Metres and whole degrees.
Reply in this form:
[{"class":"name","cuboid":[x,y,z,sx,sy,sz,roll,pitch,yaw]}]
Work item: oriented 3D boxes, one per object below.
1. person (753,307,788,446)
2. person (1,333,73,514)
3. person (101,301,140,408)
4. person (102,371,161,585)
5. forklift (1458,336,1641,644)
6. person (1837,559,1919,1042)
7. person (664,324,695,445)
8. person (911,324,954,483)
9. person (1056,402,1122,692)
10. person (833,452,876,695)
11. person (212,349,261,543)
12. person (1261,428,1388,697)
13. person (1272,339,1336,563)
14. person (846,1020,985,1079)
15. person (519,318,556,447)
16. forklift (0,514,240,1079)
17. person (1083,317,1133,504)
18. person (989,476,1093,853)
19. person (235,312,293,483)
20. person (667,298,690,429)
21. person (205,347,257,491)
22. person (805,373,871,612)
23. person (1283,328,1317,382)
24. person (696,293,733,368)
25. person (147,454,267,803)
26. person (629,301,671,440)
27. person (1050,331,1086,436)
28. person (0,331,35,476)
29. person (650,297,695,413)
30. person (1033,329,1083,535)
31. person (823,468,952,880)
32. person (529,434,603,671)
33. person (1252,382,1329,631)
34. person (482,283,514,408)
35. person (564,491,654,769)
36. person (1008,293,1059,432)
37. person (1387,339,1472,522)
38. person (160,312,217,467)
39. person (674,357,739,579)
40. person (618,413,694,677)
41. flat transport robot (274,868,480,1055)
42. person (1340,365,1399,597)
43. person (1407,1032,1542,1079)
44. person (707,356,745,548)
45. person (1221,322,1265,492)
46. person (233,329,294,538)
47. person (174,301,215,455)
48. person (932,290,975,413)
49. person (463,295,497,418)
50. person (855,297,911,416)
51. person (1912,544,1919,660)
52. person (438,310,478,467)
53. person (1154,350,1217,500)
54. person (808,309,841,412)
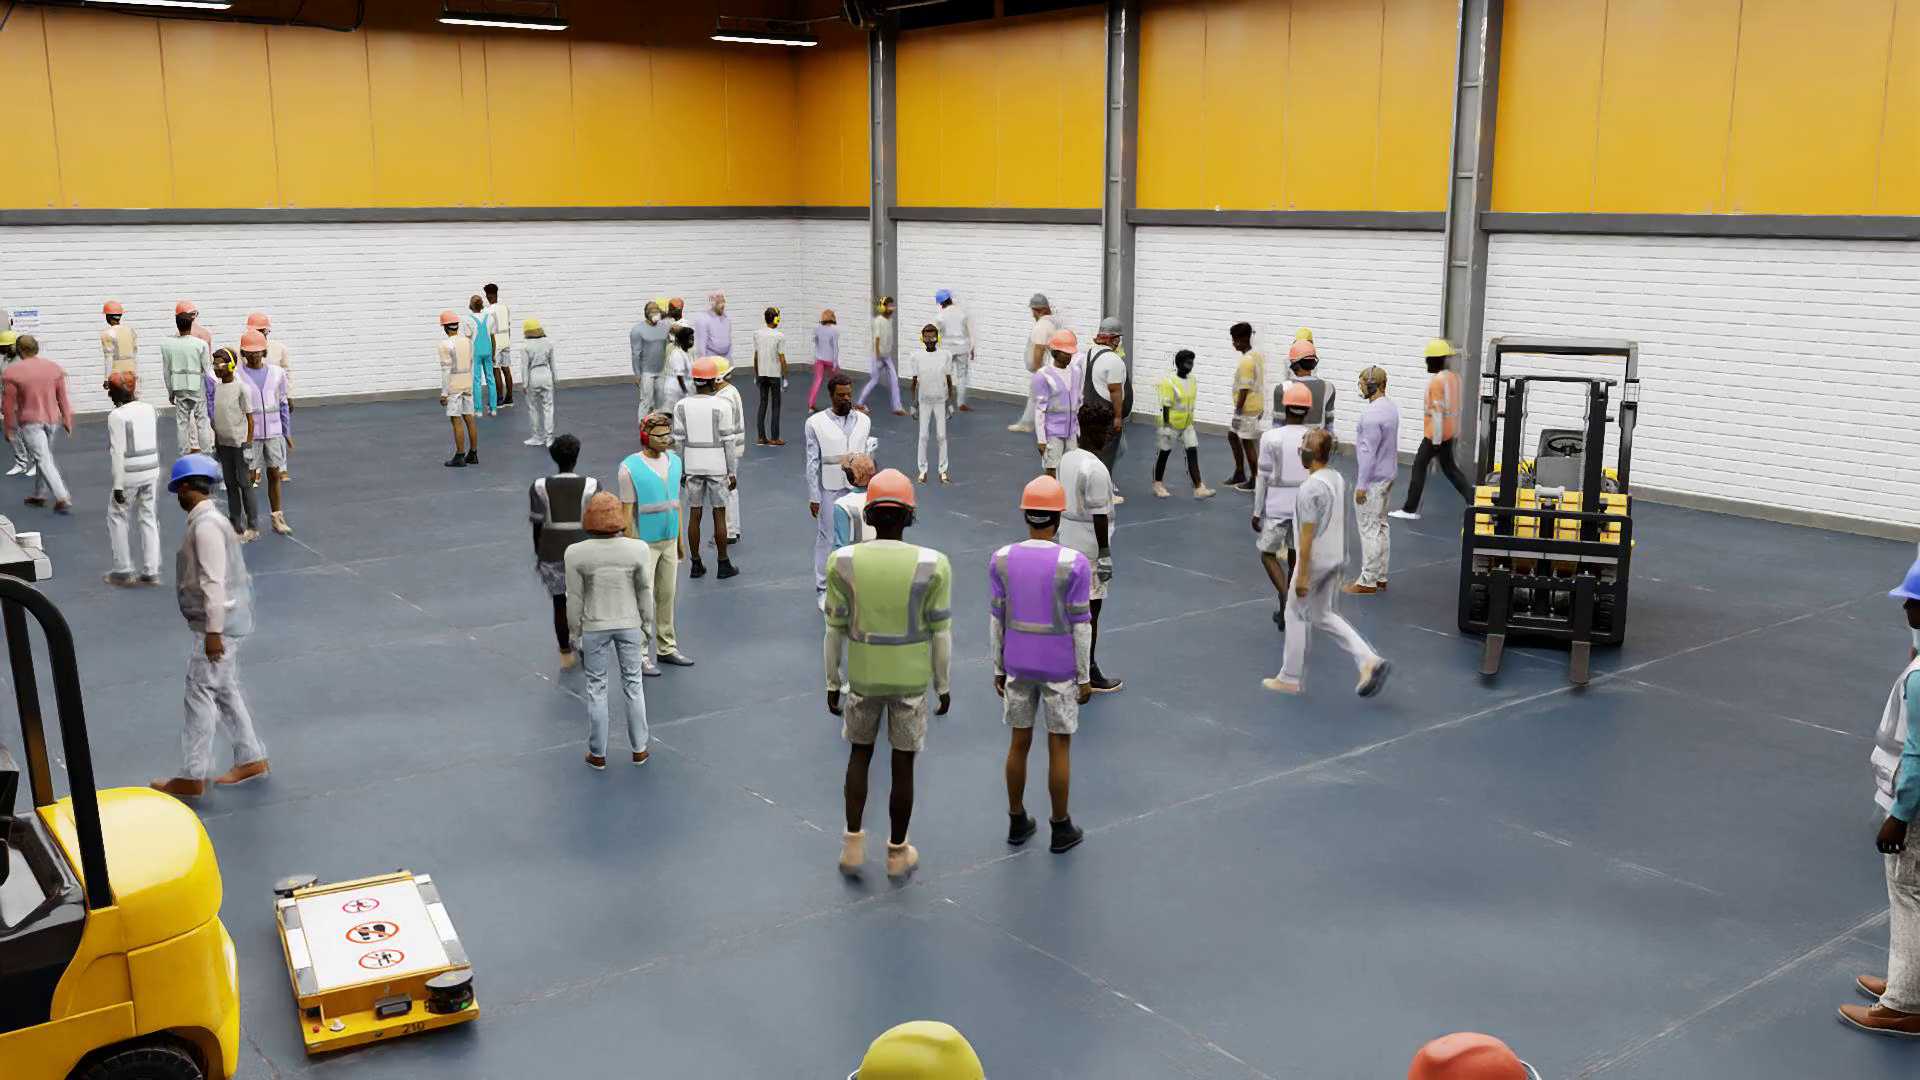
[{"class":"person","cuboid":[-2.528,-2.174,22.192,0.531,1.856,0.330,6,13,27]},{"class":"person","cuboid":[-9.707,-1.228,17.547,1.014,1.898,0.646,7,14,30]},{"class":"person","cuboid":[-11.201,-2.214,22.175,0.361,1.940,0.543,4,12,20]},{"class":"person","cuboid":[-7.146,-0.528,14.242,0.632,1.863,0.624,5,13,21]},{"class":"forklift","cuboid":[4.683,-0.471,13.136,1.214,2.155,2.313,4,12,20]},{"class":"person","cuboid":[3.804,1.011,6.578,0.383,1.949,0.605,10,15,40]},{"class":"person","cuboid":[-3.747,-2.060,22.170,0.499,1.634,0.278,7,14,32]},{"class":"person","cuboid":[-0.322,-1.582,19.325,0.510,1.861,0.324,0,12,-1]},{"class":"person","cuboid":[0.863,0.045,11.217,0.375,1.959,0.603,-5,13,-22]},{"class":"person","cuboid":[-0.652,0.230,11.101,0.311,1.638,0.523,10,15,40]},{"class":"person","cuboid":[-7.013,-0.906,16.034,0.520,1.869,0.328,6,13,27]},{"class":"person","cuboid":[2.428,0.173,10.973,0.769,1.819,0.528,9,15,38]},{"class":"person","cuboid":[3.100,-0.805,15.159,0.603,2.034,0.416,-3,12,-16]},{"class":"person","cuboid":[-0.084,1.770,3.191,0.404,1.833,0.591,2,12,9]},{"class":"person","cuboid":[-5.604,-2.101,22.169,0.577,1.719,0.500,-9,15,-37]},{"class":"forklift","cuboid":[-3.687,1.115,5.480,2.313,2.155,1.214,-9,15,-36]},{"class":"person","cuboid":[1.619,-1.421,18.096,0.537,2.000,0.689,-4,13,-21]},{"class":"person","cuboid":[0.417,0.632,8.474,0.553,1.924,0.390,6,13,25]},{"class":"person","cuboid":[-8.082,-1.652,19.330,0.621,1.990,0.391,-5,13,-25]},{"class":"person","cuboid":[-3.994,-2.508,23.747,0.357,1.880,0.576,-4,12,-17]},{"class":"person","cuboid":[-8.274,-1.379,18.902,0.513,1.631,0.318,-8,14,-35]},{"class":"person","cuboid":[-0.968,-0.386,13.395,0.591,1.920,0.392,-8,14,-35]},{"class":"person","cuboid":[4.143,-1.705,20.220,0.327,1.736,0.489,-10,15,-40]},{"class":"person","cuboid":[-3.652,-2.738,24.809,0.647,1.888,0.669,9,15,38]},{"class":"person","cuboid":[-4.282,0.489,9.270,0.683,1.883,0.672,-6,13,-27]},{"class":"person","cuboid":[-4.124,-2.233,22.300,0.380,1.930,0.635,11,16,42]},{"class":"person","cuboid":[1.433,-1.956,21.749,0.505,1.598,0.842,3,12,14]},{"class":"person","cuboid":[-11.241,-1.625,19.839,0.486,1.737,0.318,3,12,16]},{"class":"person","cuboid":[-4.488,-2.862,25.711,0.946,1.785,0.609,-5,13,-22]},{"class":"person","cuboid":[1.004,-1.059,16.387,0.610,2.032,0.410,-10,15,-40]},{"class":"person","cuboid":[-0.342,0.663,8.066,0.621,2.032,0.399,2,12,9]},{"class":"person","cuboid":[-2.731,0.102,11.621,0.531,1.685,0.401,-2,12,-8]},{"class":"person","cuboid":[2.523,-0.235,12.651,0.563,1.923,0.650,-2,12,-7]},{"class":"person","cuboid":[-7.297,-3.056,26.193,0.385,1.958,0.608,5,13,22]},{"class":"person","cuboid":[-2.033,0.524,9.685,0.504,1.636,0.280,-4,12,-17]},{"class":"person","cuboid":[1.231,-2.490,23.263,1.069,2.000,0.690,3,12,13]},{"class":"person","cuboid":[4.939,-1.111,16.978,0.948,1.892,0.602,7,14,31]},{"class":"person","cuboid":[-9.406,-1.821,20.320,0.591,1.921,0.390,0,12,0]},{"class":"person","cuboid":[-2.203,-0.624,14.493,0.543,1.939,0.362,3,12,12]},{"class":"person","cuboid":[-2.153,0.023,11.625,0.377,1.836,0.567,7,14,32]},{"class":"flat transport robot","cuboid":[-2.534,1.739,7.132,0.652,0.197,1.431,-6,13,-26]},{"class":"person","cuboid":[3.454,-0.493,13.898,0.382,1.930,0.636,6,13,28]},{"class":"person","cuboid":[0.989,1.786,3.332,0.347,1.742,0.565,-8,14,-33]},{"class":"person","cuboid":[-2.252,-0.843,15.860,0.403,1.817,0.605,-1,12,-4]},{"class":"person","cuboid":[3.146,-1.488,18.696,0.643,1.924,0.680,4,12,17]},{"class":"person","cuboid":[-6.825,-1.036,16.237,0.615,2.039,0.382,-10,15,-40]},{"class":"person","cuboid":[-9.903,-2.092,21.494,0.410,1.982,0.626,3,12,13]},{"class":"person","cuboid":[-0.120,-2.882,25.526,0.709,1.897,0.397,0,12,-2]},{"class":"person","cuboid":[-7.232,-2.763,25.054,0.504,1.847,0.344,-10,15,-39]},{"class":"person","cuboid":[-1.213,-2.789,25.273,0.915,1.825,0.534,7,13,30]},{"class":"person","cuboid":[5.392,0.572,8.864,0.585,1.884,0.721,7,14,31]},{"class":"person","cuboid":[-6.218,-1.863,20.503,0.384,1.930,0.547,6,13,25]},{"class":"person","cuboid":[2.446,-1.243,18.155,0.554,1.647,0.863,-8,14,-35]},{"class":"person","cuboid":[-2.065,-2.775,25.752,0.484,1.585,0.851,7,13,29]}]
